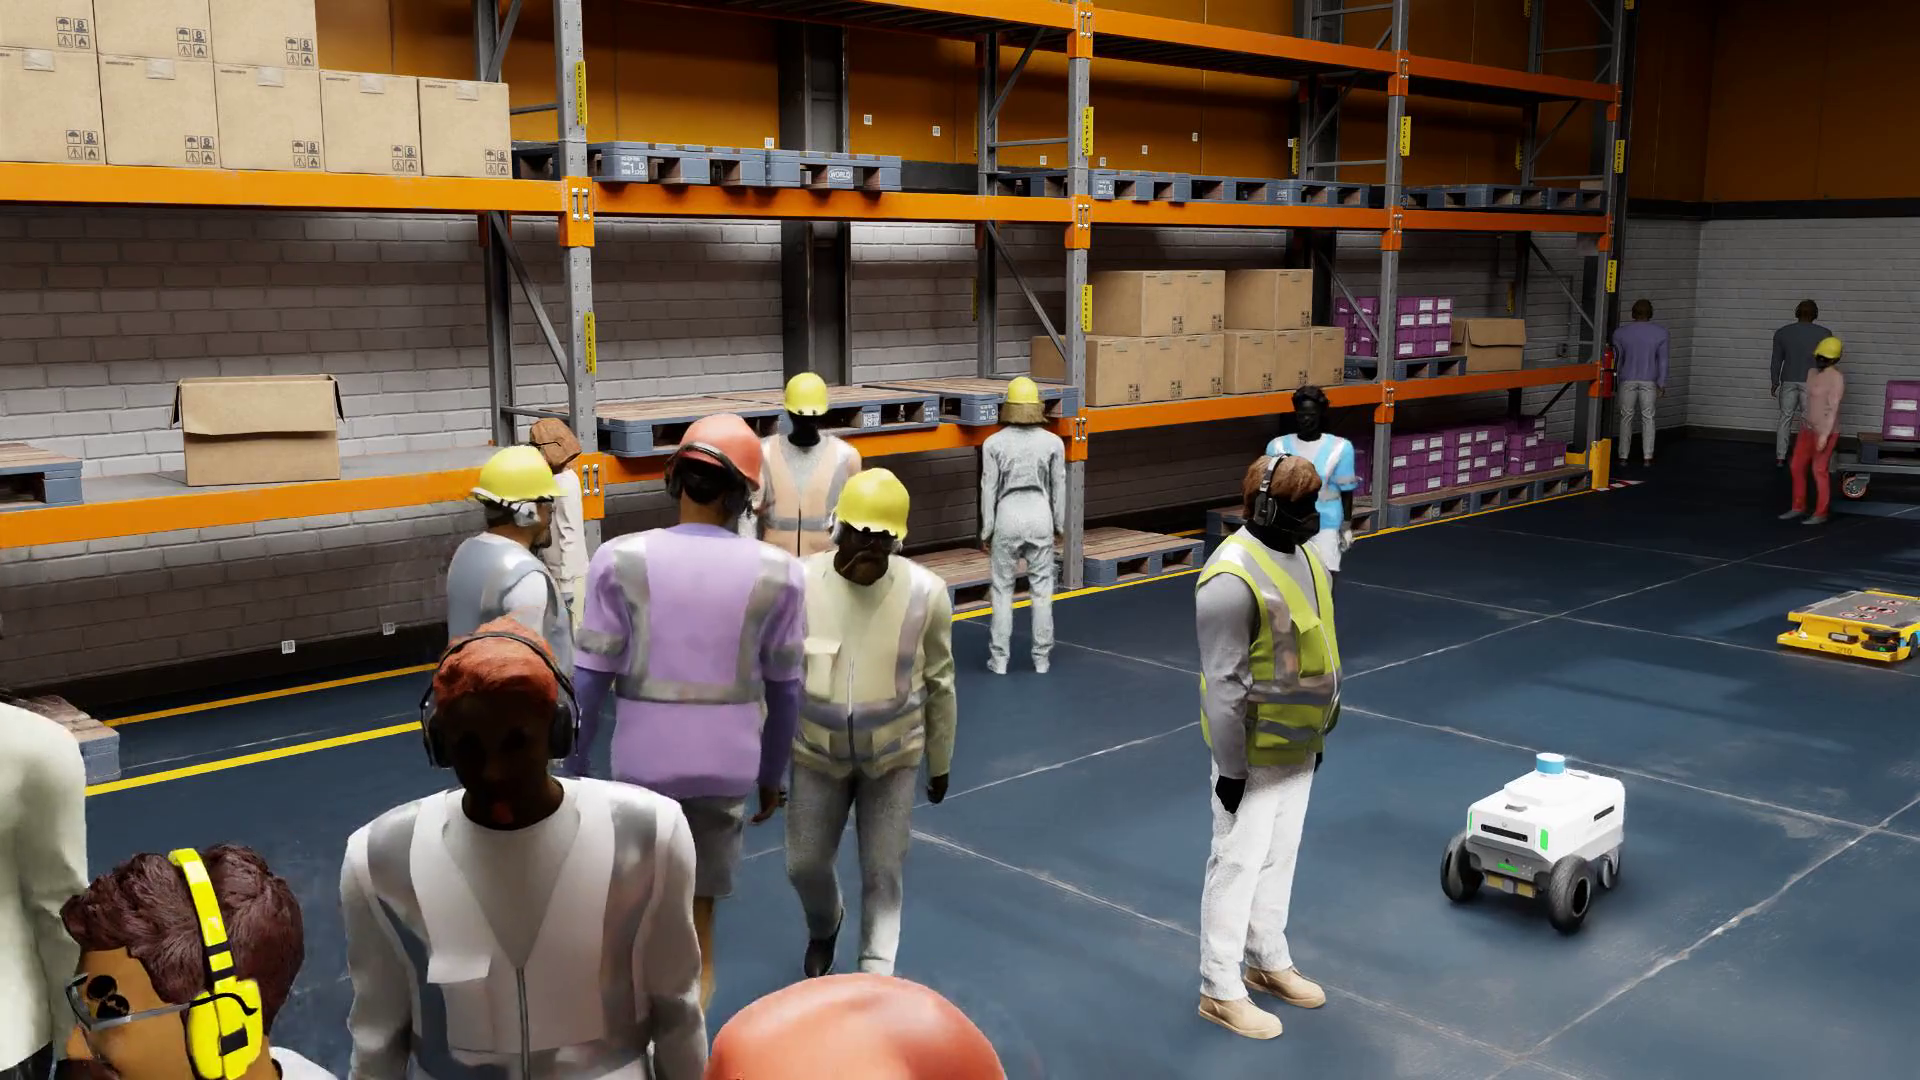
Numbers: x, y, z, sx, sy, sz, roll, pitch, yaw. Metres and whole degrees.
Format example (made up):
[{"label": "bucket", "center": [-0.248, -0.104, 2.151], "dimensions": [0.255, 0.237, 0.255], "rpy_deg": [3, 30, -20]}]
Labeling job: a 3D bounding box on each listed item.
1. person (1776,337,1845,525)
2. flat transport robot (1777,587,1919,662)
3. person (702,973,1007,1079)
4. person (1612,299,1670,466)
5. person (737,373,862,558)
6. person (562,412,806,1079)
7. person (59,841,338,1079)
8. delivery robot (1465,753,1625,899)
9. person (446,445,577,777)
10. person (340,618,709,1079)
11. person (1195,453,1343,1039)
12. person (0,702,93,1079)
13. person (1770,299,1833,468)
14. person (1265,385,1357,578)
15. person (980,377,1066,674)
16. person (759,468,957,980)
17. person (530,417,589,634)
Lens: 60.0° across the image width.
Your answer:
[{"label": "person", "center": [7.711, -0.967, 14.940], "dimensions": [0.450, 1.713, 0.590], "rpy_deg": [-1, 10, -8]}, {"label": "flat transport robot", "center": [5.786, 0.517, 10.485], "dimensions": [1.431, 0.197, 0.652], "rpy_deg": [-9, 13, -42]}, {"label": "person", "center": [0.037, 1.264, 1.367], "dimensions": [0.532, 1.897, 0.597], "rpy_deg": [-5, 11, -29]}, {"label": "person", "center": [7.854, -1.815, 19.274], "dimensions": [0.628, 1.936, 0.374], "rpy_deg": [3, 10, 18]}, {"label": "person", "center": [-0.784, 0.107, 8.227], "dimensions": [0.602, 1.861, 1.022], "rpy_deg": [0, 10, 0]}, {"label": "person", "center": [-0.780, 0.642, 4.719], "dimensions": [0.702, 1.987, 0.644], "rpy_deg": [-2, 10, -9]}, {"label": "person", "center": [-0.752, 1.216, 1.905], "dimensions": [1.011, 1.814, 0.539], "rpy_deg": [-7, 12, -35]}, {"label": "delivery robot", "center": [2.215, 1.048, 6.273], "dimensions": [0.477, 0.478, 0.707], "rpy_deg": [9, 13, 44]}, {"label": "person", "center": [-1.444, 0.595, 5.506], "dimensions": [0.474, 1.814, 0.593], "rpy_deg": [-9, 13, -41]}, {"label": "person", "center": [-0.711, 1.031, 2.800], "dimensions": [0.590, 1.868, 0.470], "rpy_deg": [-2, 10, -9]}, {"label": "person", "center": [0.975, 0.636, 5.242], "dimensions": [0.431, 1.836, 0.619], "rpy_deg": [7, 12, 35]}, {"label": "person", "center": [-1.939, 0.918, 3.181], "dimensions": [0.628, 1.969, 0.726], "rpy_deg": [-1, 10, -5]}, {"label": "person", "center": [9.667, -1.793, 19.133], "dimensions": [0.637, 1.938, 0.355], "rpy_deg": [7, 12, 37]}, {"label": "person", "center": [1.985, -0.048, 9.661], "dimensions": [0.552, 1.674, 0.682], "rpy_deg": [4, 11, 24]}, {"label": "person", "center": [0.366, -0.080, 9.693], "dimensions": [0.505, 1.741, 0.310], "rpy_deg": [-1, 10, -6]}, {"label": "person", "center": [-0.311, 0.650, 5.229], "dimensions": [0.615, 1.801, 0.580], "rpy_deg": [0, 10, 2]}, {"label": "person", "center": [-2.019, 0.192, 8.429], "dimensions": [0.277, 1.628, 0.500], "rpy_deg": [-4, 10, -20]}]
